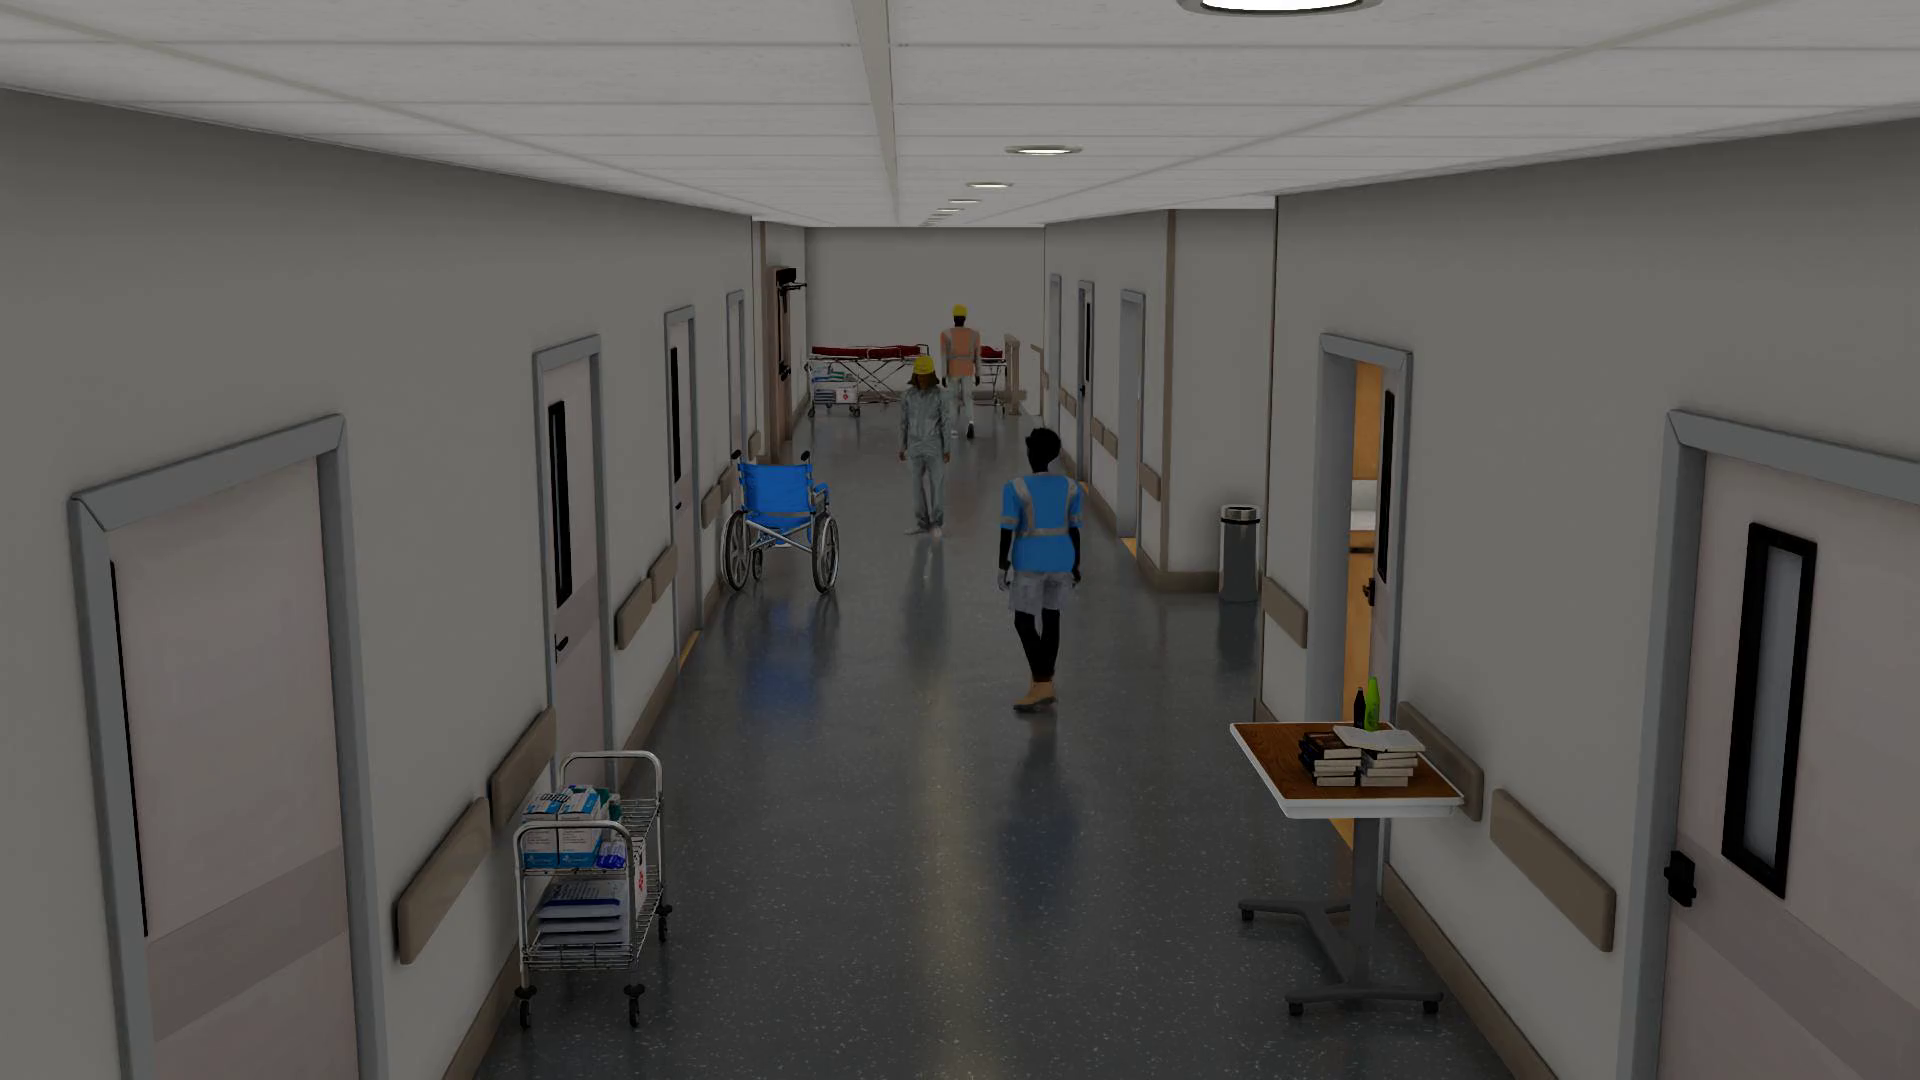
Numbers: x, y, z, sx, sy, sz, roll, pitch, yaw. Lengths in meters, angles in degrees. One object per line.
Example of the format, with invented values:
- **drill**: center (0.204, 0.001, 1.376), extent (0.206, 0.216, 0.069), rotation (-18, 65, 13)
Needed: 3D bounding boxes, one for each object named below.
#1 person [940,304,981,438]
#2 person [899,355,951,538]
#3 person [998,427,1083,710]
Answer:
- **person**: center (0.026, -2.398, 23.656), extent (0.598, 1.897, 0.887), rotation (-2, 10, -11)
- **person**: center (-0.332, -0.866, 15.568), extent (0.506, 1.730, 0.404), rotation (3, 11, 15)
- **person**: center (0.523, 0.171, 9.983), extent (0.565, 1.664, 0.559), rotation (-5, 11, -25)
